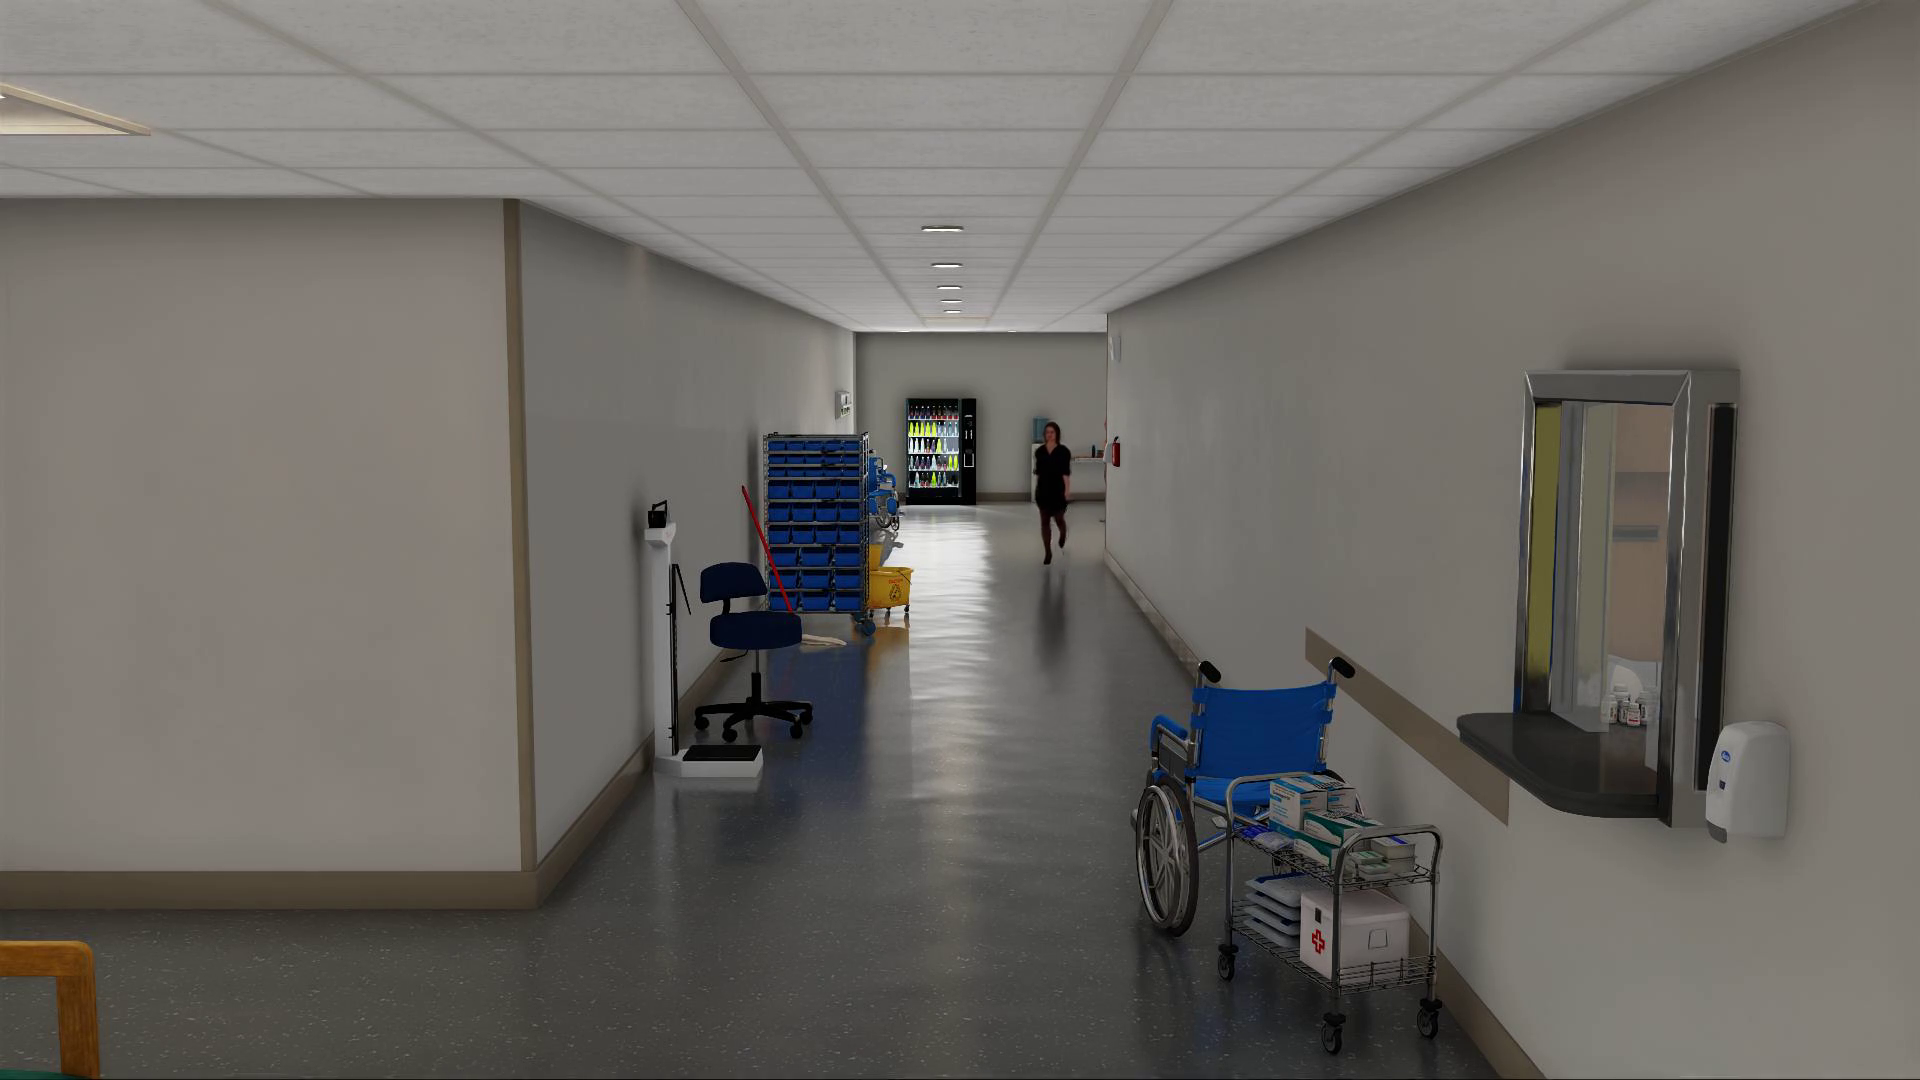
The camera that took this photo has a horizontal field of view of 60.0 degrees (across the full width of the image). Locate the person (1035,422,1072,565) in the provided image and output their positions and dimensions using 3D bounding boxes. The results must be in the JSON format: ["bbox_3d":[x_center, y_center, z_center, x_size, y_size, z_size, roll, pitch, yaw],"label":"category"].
[{"bbox_3d":[1.116,-0.557,19.842,0.886,1.687,0.813,2,6,18],"label":"person"}]
